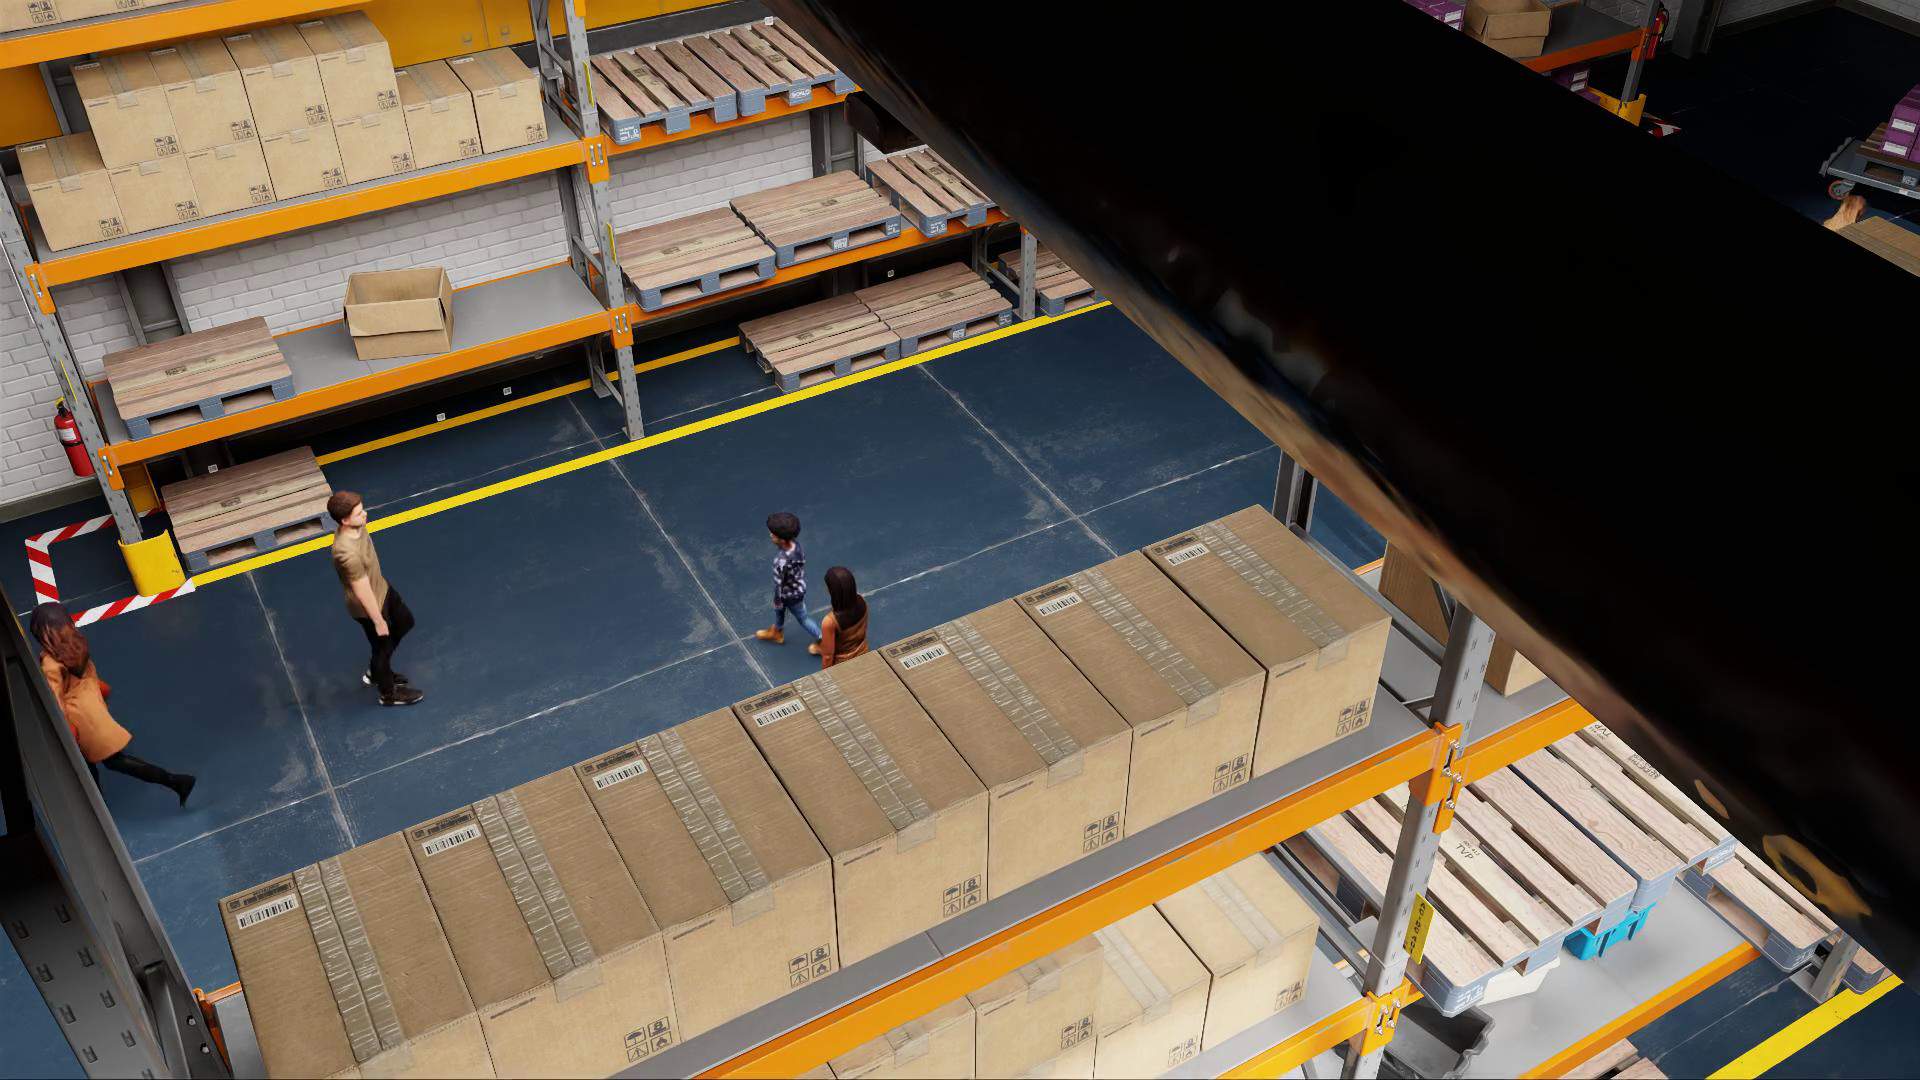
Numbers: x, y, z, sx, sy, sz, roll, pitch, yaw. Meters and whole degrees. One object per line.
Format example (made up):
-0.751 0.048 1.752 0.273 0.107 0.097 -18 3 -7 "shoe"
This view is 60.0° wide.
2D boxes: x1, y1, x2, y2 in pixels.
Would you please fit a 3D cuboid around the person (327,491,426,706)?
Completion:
-4.105 0.419 11.343 0.790 1.841 0.787 -6 39 -8 "person"

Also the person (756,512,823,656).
-1.166 0.343 11.931 0.904 1.226 0.814 7 39 8 "person"

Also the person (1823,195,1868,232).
7.536 -2.218 14.684 0.882 1.792 0.768 -10 40 -12 "person"

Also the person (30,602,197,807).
-5.472 1.121 10.589 1.221 1.684 1.024 -5 39 -6 "person"

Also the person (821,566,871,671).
-0.732 0.851 10.926 0.694 1.686 0.583 23 44 26 "person"
